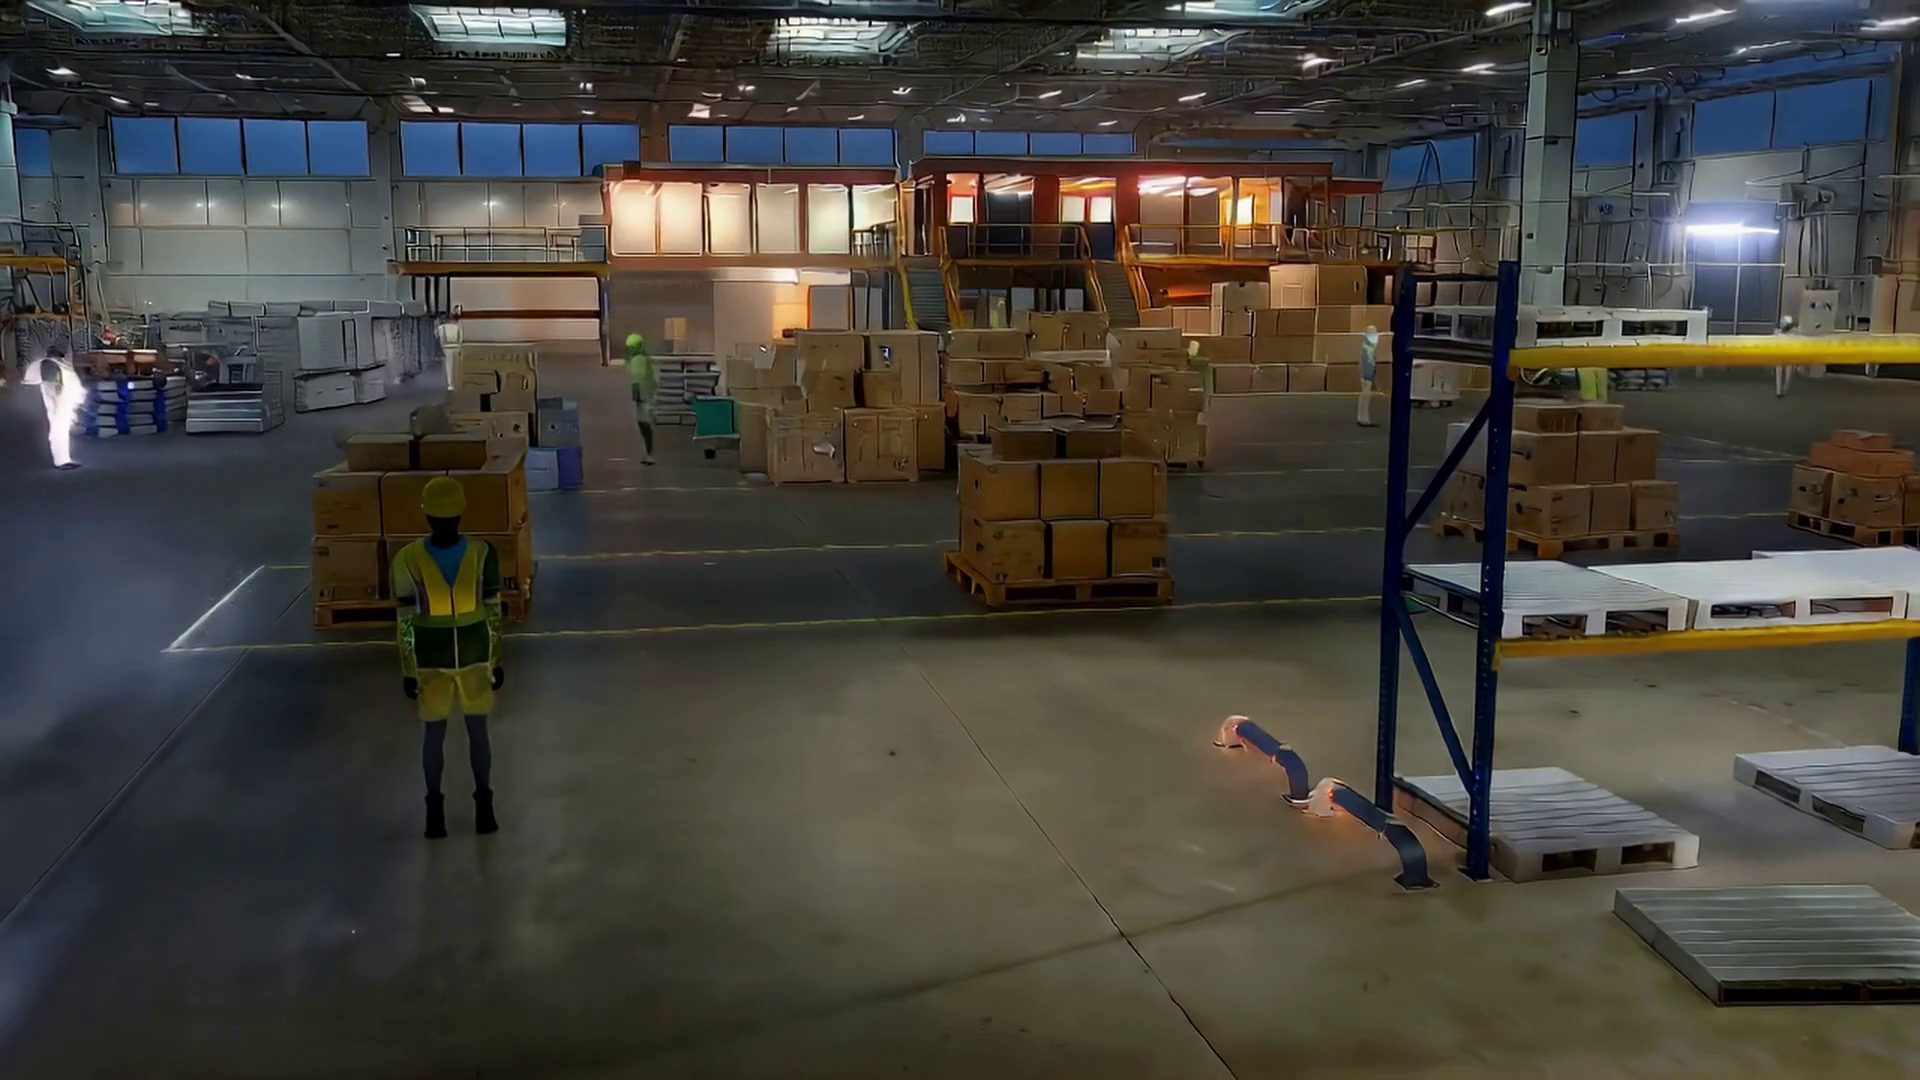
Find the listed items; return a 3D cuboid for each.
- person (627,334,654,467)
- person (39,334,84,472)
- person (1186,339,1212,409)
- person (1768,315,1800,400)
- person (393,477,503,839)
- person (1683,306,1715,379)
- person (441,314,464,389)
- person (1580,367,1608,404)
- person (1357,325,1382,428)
[{"bbox_3d":[-4.847,-2.113,25.259,0.417,1.996,0.791,-1,9,-5],"label":"person"},{"bbox_3d":[-13.228,-2.030,24.549,0.536,2.000,0.676,-2,10,-14],"label":"person"},{"bbox_3d":[3.736,-2.308,26.813,0.570,1.848,0.685,-3,10,-15],"label":"person"},{"bbox_3d":[18.671,-4.134,37.761,0.658,1.904,0.915,7,12,36],"label":"person"},{"bbox_3d":[-2.673,0.621,8.754,0.539,1.930,0.388,-4,10,-24],"label":"person"},{"bbox_3d":[20.014,-5.331,44.922,0.973,1.946,0.630,9,13,44],"label":"person"},{"bbox_3d":[-12.591,-4.690,41.367,0.594,1.831,0.972,0,9,0],"label":"person"},{"bbox_3d":[9.853,-2.189,25.831,0.371,1.940,0.627,-2,9,-11],"label":"person"},{"bbox_3d":[7.679,-3.058,31.164,0.383,1.924,0.594,0,9,-1],"label":"person"}]
